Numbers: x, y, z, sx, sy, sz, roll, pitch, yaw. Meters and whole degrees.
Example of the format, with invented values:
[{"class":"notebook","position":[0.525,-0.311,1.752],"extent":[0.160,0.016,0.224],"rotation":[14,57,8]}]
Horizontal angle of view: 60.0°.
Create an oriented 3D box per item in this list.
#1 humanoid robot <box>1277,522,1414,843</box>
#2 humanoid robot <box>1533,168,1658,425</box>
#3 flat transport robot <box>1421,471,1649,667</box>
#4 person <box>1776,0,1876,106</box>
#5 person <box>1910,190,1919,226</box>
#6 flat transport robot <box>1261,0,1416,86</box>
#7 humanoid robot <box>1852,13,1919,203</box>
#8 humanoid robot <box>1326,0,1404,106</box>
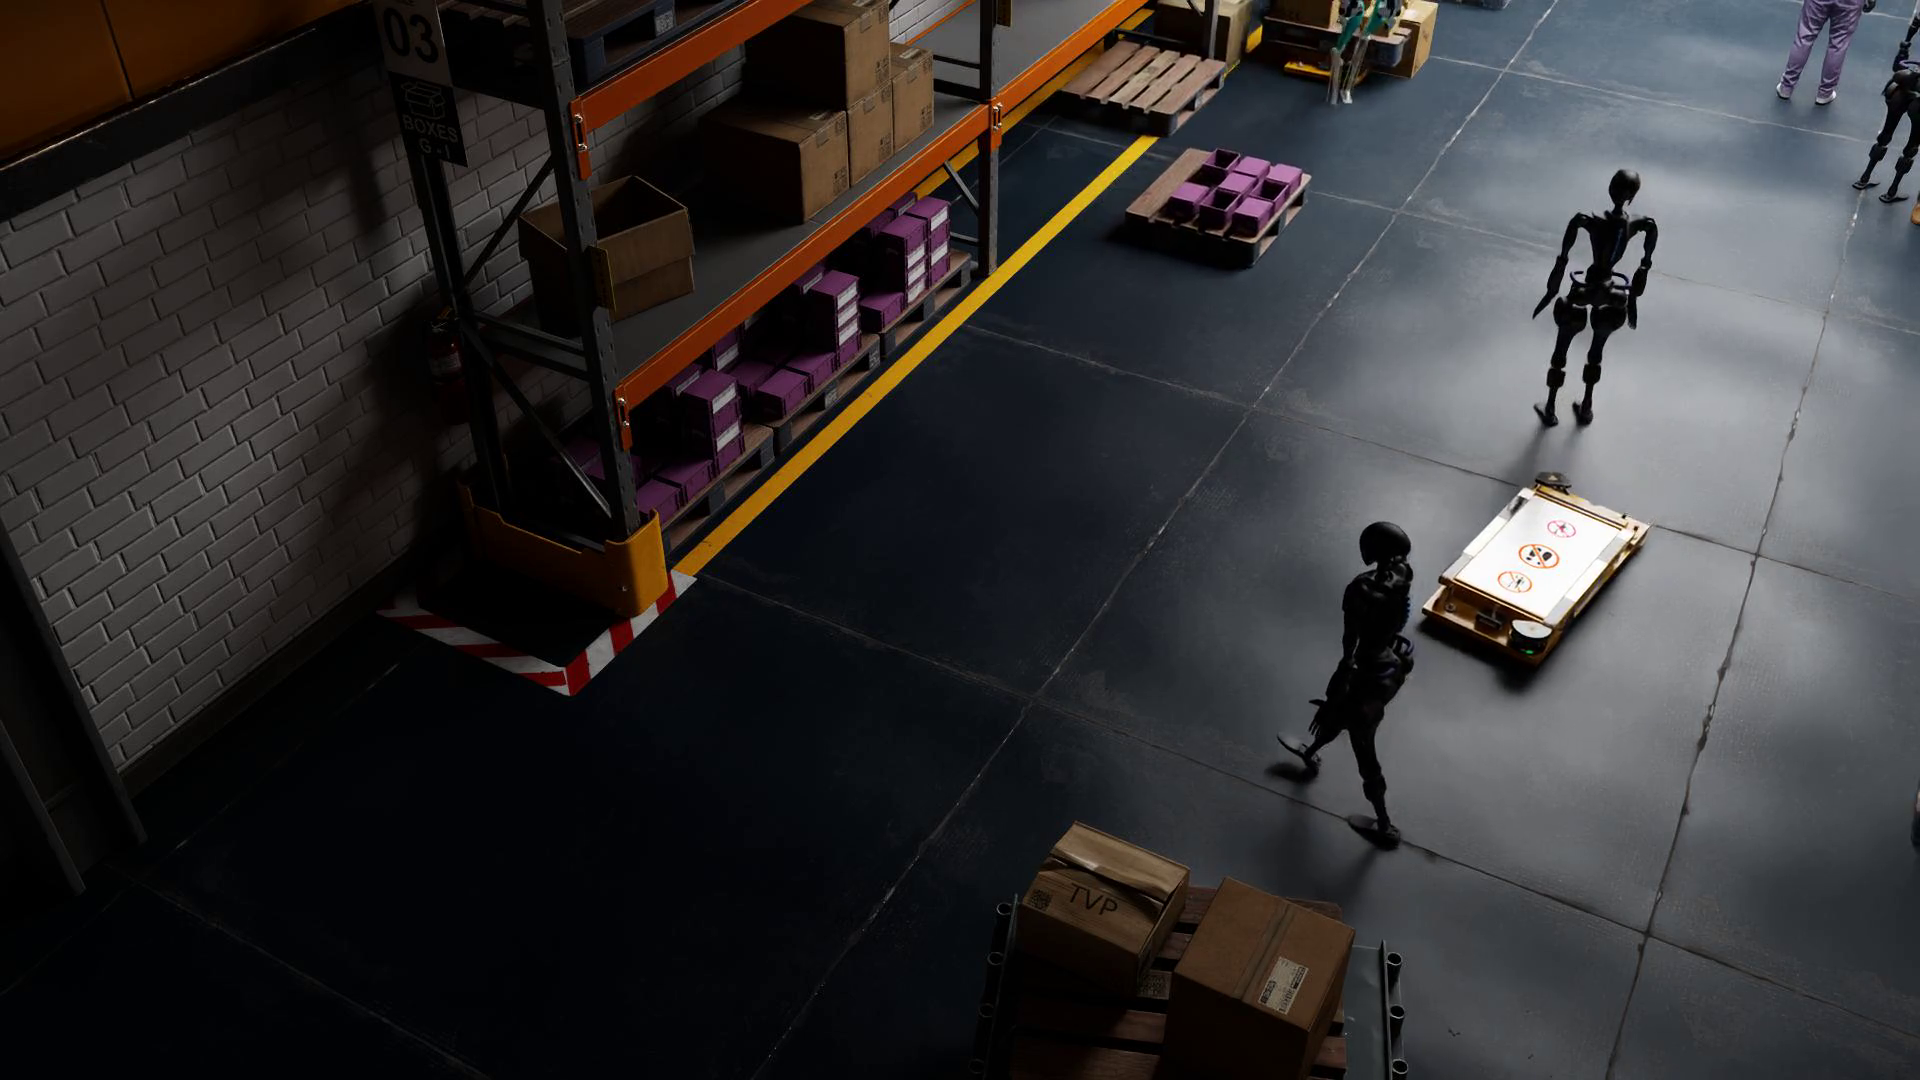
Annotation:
[{"class":"humanoid robot","position":[1.756,0.594,7.372],"extent":[0.747,1.632,0.585],"rotation":[26,46,29]},{"class":"humanoid robot","position":[3.753,-1.430,9.878],"extent":[0.609,1.654,0.310],"rotation":[2,39,2]},{"class":"flat transport robot","position":[3.158,0.129,9.058],"extent":[0.659,0.231,1.431],"rotation":[28,46,30]},{"class":"person","position":[7.149,-4.491,13.525],"extent":[0.640,1.908,0.412],"rotation":[18,42,21]},{"class":"person","position":[7.322,-3.117,11.822],"extent":[0.571,1.889,0.375],"rotation":[8,39,10]},{"class":"flat transport robot","position":[3.425,-4.401,14.721],"extent":[0.659,0.231,1.431],"rotation":[19,42,22]},{"class":"humanoid robot","position":[7.056,-3.311,12.227],"extent":[0.307,1.652,0.609],"rotation":[-16,41,-19]},{"class":"humanoid robot","position":[3.299,-4.360,13.544],"extent":[0.556,1.824,0.768],"rotation":[-4,39,-5]}]
